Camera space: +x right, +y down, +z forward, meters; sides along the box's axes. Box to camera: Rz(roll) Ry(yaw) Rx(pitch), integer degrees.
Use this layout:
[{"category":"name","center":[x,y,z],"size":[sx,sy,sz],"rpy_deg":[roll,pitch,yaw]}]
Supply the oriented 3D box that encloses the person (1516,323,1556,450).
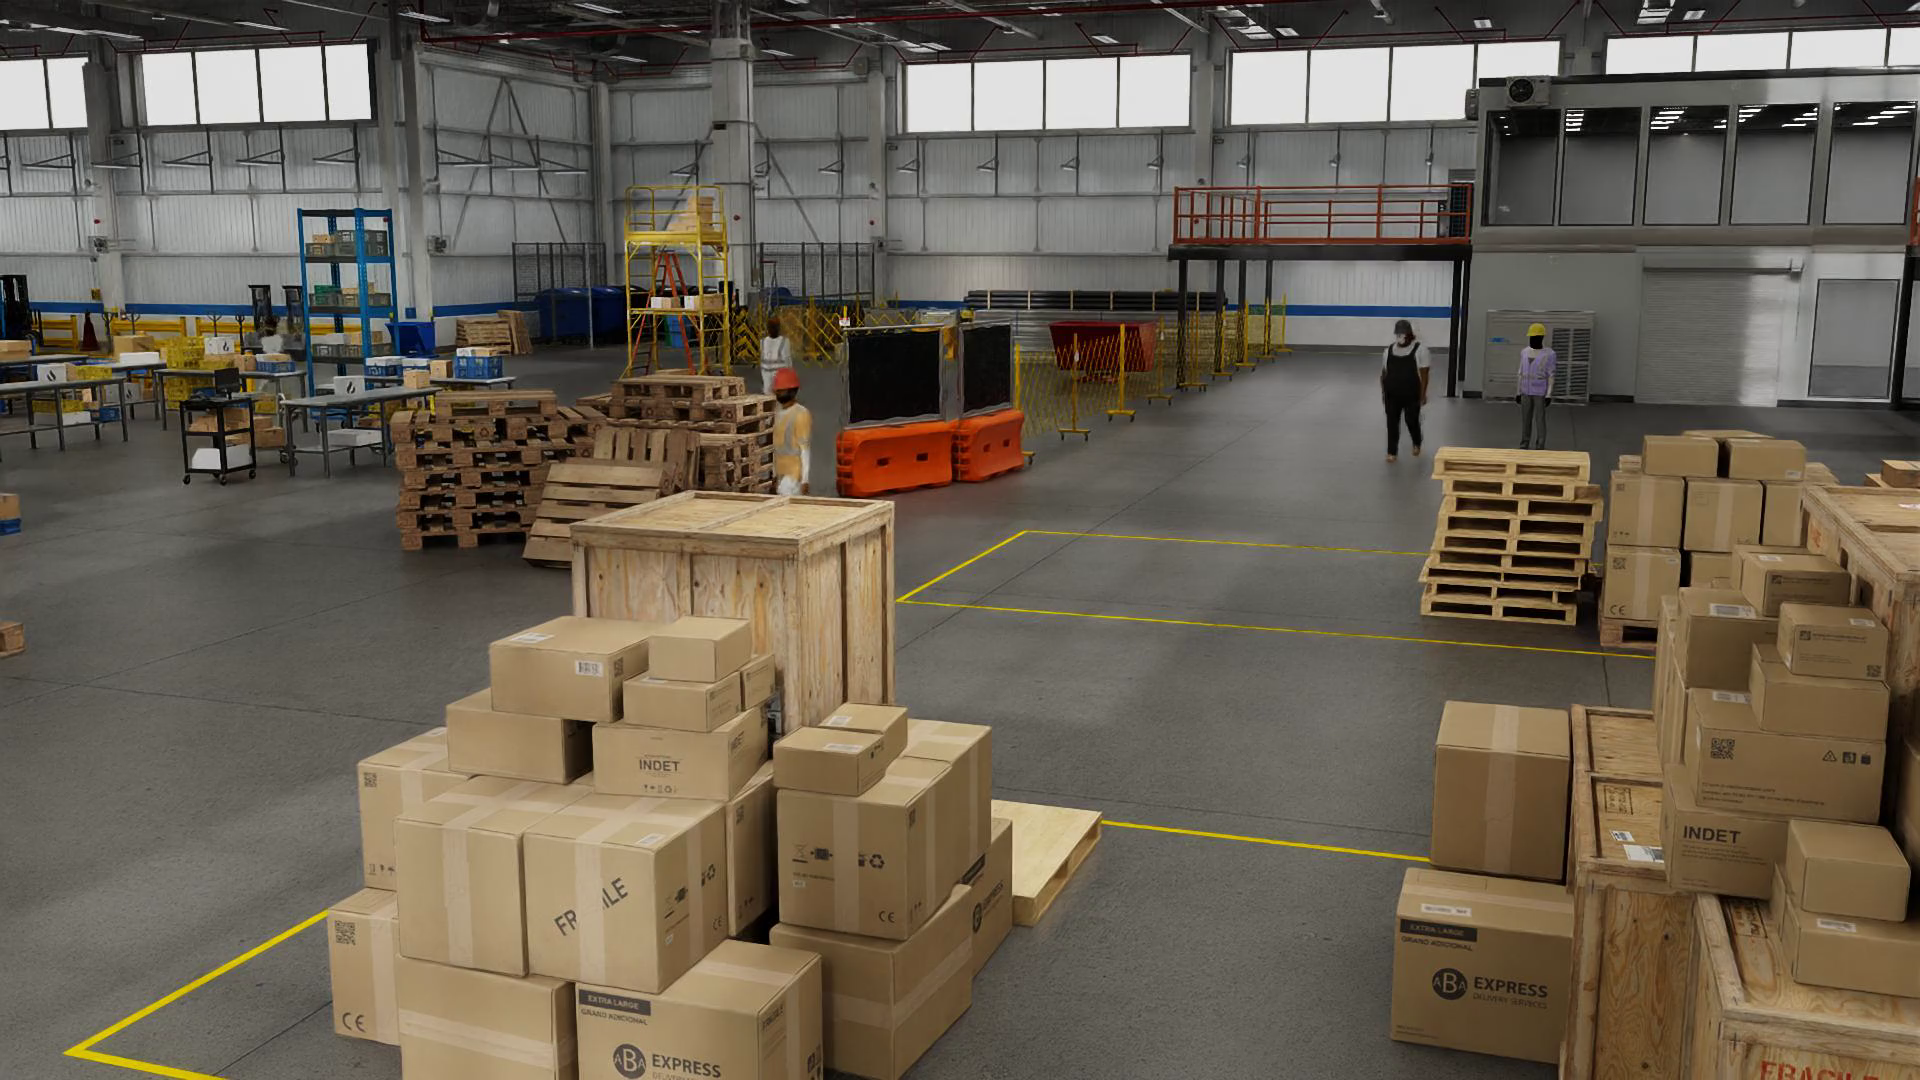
[{"category":"person","center":[8.157,-2.107,23.624],"size":[0.369,1.928,0.585],"rpy_deg":[-7,12,-34]}]

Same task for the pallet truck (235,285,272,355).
[{"category":"pallet truck","center":[-18.327,-5.835,44.421],"size":[0.823,1.965,1.885],"rpy_deg":[4,11,23]}]

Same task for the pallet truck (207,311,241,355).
[{"category":"pallet truck","center":[-19.537,-5.575,44.913],"size":[0.653,1.274,1.630],"rpy_deg":[3,11,19]}]

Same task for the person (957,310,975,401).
[{"category":"person","center":[0.109,-3.607,32.522],"size":[0.316,1.769,0.523],"rpy_deg":[-2,10,-14]}]

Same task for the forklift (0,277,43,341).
[{"category":"forklift","center":[-27.151,-6.329,46.328],"size":[1.157,1.987,2.680],"rpy_deg":[3,11,17]}]

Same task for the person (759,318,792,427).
[{"category":"person","center":[-2.984,-2.705,27.214],"size":[0.583,1.858,0.860],"rpy_deg":[4,11,21]}]

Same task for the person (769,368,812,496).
[{"category":"person","center":[-1.526,-0.653,15.464],"size":[0.814,1.917,0.554],"rpy_deg":[-6,12,-31]}]

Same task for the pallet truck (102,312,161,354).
[{"category":"pallet truck","center":[-23.057,-5.777,46.261],"size":[0.680,1.201,1.601],"rpy_deg":[3,11,19]}]

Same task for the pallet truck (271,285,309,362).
[{"category":"pallet truck","center":[-17.147,-5.700,43.663],"size":[0.823,1.965,1.885],"rpy_deg":[3,11,17]}]

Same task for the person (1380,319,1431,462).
[{"category":"person","center":[6.220,-2.110,23.322],"size":[0.693,2.000,0.672],"rpy_deg":[6,12,31]}]

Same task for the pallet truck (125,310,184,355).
[{"category":"pallet truck","center":[-22.038,-5.665,45.457],"size":[0.704,1.261,1.522],"rpy_deg":[3,11,17]}]

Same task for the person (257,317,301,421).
[{"category":"person","center":[-11.730,-2.898,28.414],"size":[0.485,1.811,0.880],"rpy_deg":[3,10,16]}]
